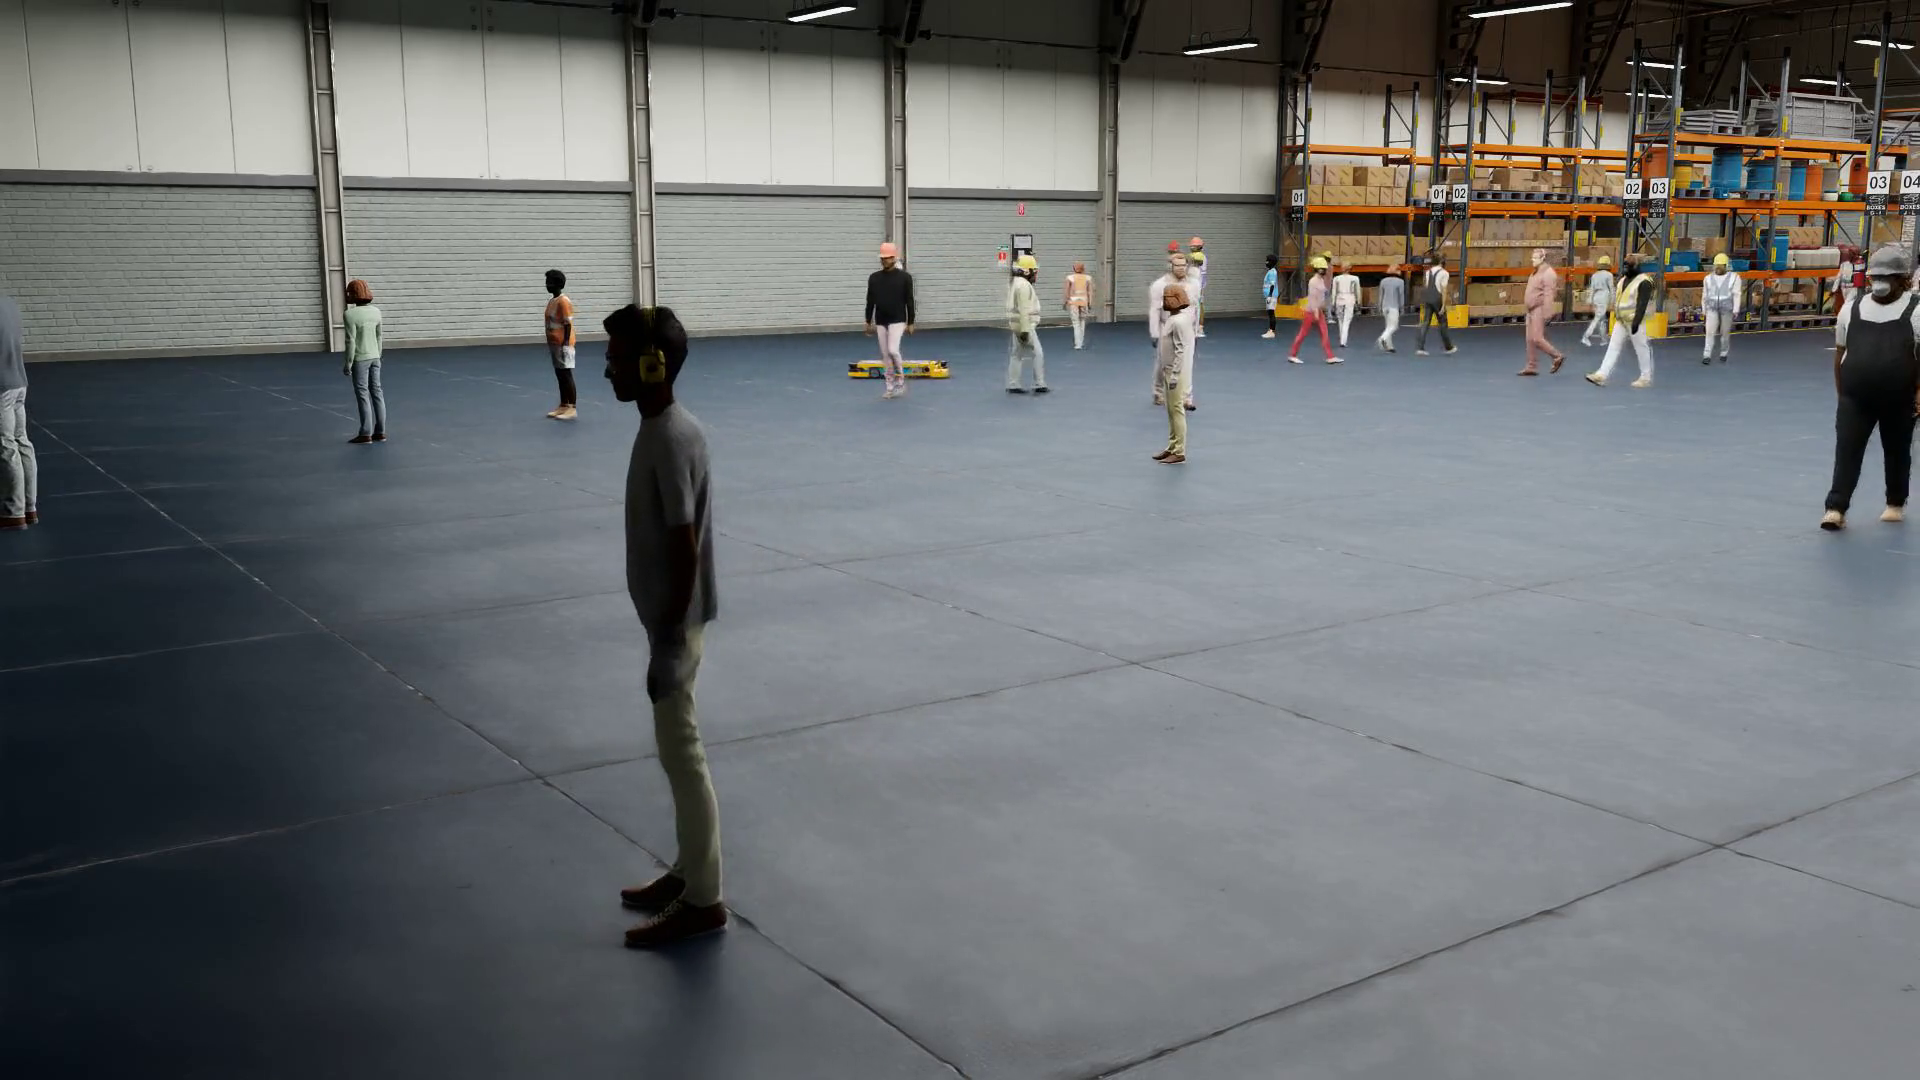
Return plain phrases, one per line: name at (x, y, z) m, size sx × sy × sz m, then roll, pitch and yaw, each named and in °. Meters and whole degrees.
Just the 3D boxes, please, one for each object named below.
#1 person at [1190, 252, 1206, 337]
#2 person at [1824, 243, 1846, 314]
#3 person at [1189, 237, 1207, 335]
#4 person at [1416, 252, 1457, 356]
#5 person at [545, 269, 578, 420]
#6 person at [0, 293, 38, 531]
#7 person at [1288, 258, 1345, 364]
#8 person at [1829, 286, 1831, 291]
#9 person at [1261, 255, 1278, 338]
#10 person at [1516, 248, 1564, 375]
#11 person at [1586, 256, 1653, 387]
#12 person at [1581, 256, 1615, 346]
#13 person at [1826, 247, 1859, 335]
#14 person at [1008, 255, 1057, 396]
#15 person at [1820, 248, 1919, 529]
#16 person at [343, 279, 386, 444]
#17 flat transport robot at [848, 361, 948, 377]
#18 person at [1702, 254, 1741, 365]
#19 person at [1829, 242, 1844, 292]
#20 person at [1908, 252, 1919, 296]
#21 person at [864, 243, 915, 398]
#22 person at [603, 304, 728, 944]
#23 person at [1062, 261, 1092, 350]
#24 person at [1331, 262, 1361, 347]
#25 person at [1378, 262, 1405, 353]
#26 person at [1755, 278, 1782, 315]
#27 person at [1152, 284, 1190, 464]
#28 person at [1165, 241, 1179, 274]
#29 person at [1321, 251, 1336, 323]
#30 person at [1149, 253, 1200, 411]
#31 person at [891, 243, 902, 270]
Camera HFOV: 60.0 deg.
person at (4.822, -5.041, 34.169) m, size 0.443 × 1.747 × 0.546 m, roll -1°, pitch 10°, yaw -7°
person at (21.864, -6.456, 41.504) m, size 0.833 × 1.920 × 0.640 m, roll -6°, pitch 12°, yaw -30°
person at (4.960, -5.329, 34.958) m, size 0.378 × 2.045 × 0.605 m, roll -2°, pitch 11°, yaw -12°
person at (8.243, -4.069, 28.750) m, size 0.960 × 1.798 × 0.537 m, roll -8°, pitch 13°, yaw -36°
person at (-4.514, -2.200, 18.761) m, size 0.317 × 1.696 × 0.540 m, roll -6°, pitch 12°, yaw -30°
person at (-6.757, -1.026, 11.664) m, size 0.379 × 1.940 × 0.629 m, roll -1°, pitch 10°, yaw -7°
person at (5.767, -3.703, 26.965) m, size 0.925 × 1.716 × 0.541 m, roll 7°, pitch 12°, yaw 34°
person at (25.167, -7.645, 48.290) m, size 0.959 × 1.822 × 0.638 m, roll 9°, pitch 14°, yaw 41°
person at (6.321, -4.956, 33.871) m, size 0.318 × 1.697 × 0.535 m, roll 1°, pitch 10°, yaw 8°
person at (8.601, -3.359, 24.592) m, size 0.540 × 1.894 × 0.655 m, roll 0°, pitch 10°, yaw -3°
person at (9.099, -2.971, 22.718) m, size 0.945 × 1.789 × 0.654 m, roll -3°, pitch 11°, yaw -14°
person at (12.061, -4.506, 31.383) m, size 0.875 × 1.704 × 0.492 m, roll -4°, pitch 11°, yaw -21°
person at (18.655, -5.208, 34.905) m, size 1.012 × 1.831 × 0.592 m, roll -3°, pitch 11°, yaw -18°
person at (0.960, -2.764, 21.527) m, size 0.732 × 1.809 × 0.620 m, roll -2°, pitch 10°, yaw -8°
person at (6.526, -1.099, 11.782) m, size 0.686 × 2.000 × 1.039 m, roll 9°, pitch 13°, yaw 39°
person at (-5.965, -1.779, 16.627) m, size 0.281 × 1.633 × 0.500 m, roll 4°, pitch 11°, yaw 20°
flat transport robot at (-0.906, -2.521, 24.433) m, size 1.431 × 0.197 × 0.652 m, roll 0°, pitch 10°, yaw 2°
person at (12.331, -3.738, 26.962) m, size 0.595 × 1.794 × 0.921 m, roll 7°, pitch 12°, yaw 33°
person at (25.311, -7.663, 48.121) m, size 0.564 × 1.917 × 0.557 m, roll 9°, pitch 14°, yaw 42°
person at (17.010, -4.210, 29.442) m, size 0.490 × 1.823 × 0.631 m, roll 2°, pitch 11°, yaw 13°
person at (-0.915, -2.779, 21.155) m, size 0.632 × 1.973 × 0.451 m, roll 5°, pitch 11°, yaw 25°
person at (-0.864, 0.249, 4.874) m, size 0.311 × 1.865 × 0.532 m, roll -2°, pitch 11°, yaw -11°
person at (2.138, -4.316, 30.611) m, size 0.521 × 1.607 × 0.794 m, roll -3°, pitch 11°, yaw -15°
person at (7.228, -4.415, 31.199) m, size 0.508 × 1.593 × 0.897 m, roll 5°, pitch 12°, yaw 27°
person at (7.583, -4.096, 29.382) m, size 0.633 × 1.609 × 0.502 m, roll -9°, pitch 14°, yaw -40°
person at (21.251, -6.820, 43.591) m, size 0.709 × 1.899 × 0.562 m, roll -3°, pitch 11°, yaw -18°
person at (1.933, -1.510, 15.153) m, size 0.285 × 1.633 × 0.497 m, roll -1°, pitch 10°, yaw -3°
person at (5.137, -6.169, 39.818) m, size 0.456 × 1.958 × 0.657 m, roll 4°, pitch 11°, yaw 22°
person at (8.598, -5.989, 39.441) m, size 0.823 × 1.737 × 0.528 m, roll -8°, pitch 13°, yaw -36°
person at (2.579, -2.519, 20.060) m, size 0.665 × 1.867 × 0.981 m, roll -2°, pitch 11°, yaw -13°
person at (-1.377, -5.010, 33.506) m, size 0.356 × 1.938 × 0.544 m, roll -6°, pitch 12°, yaw -32°
